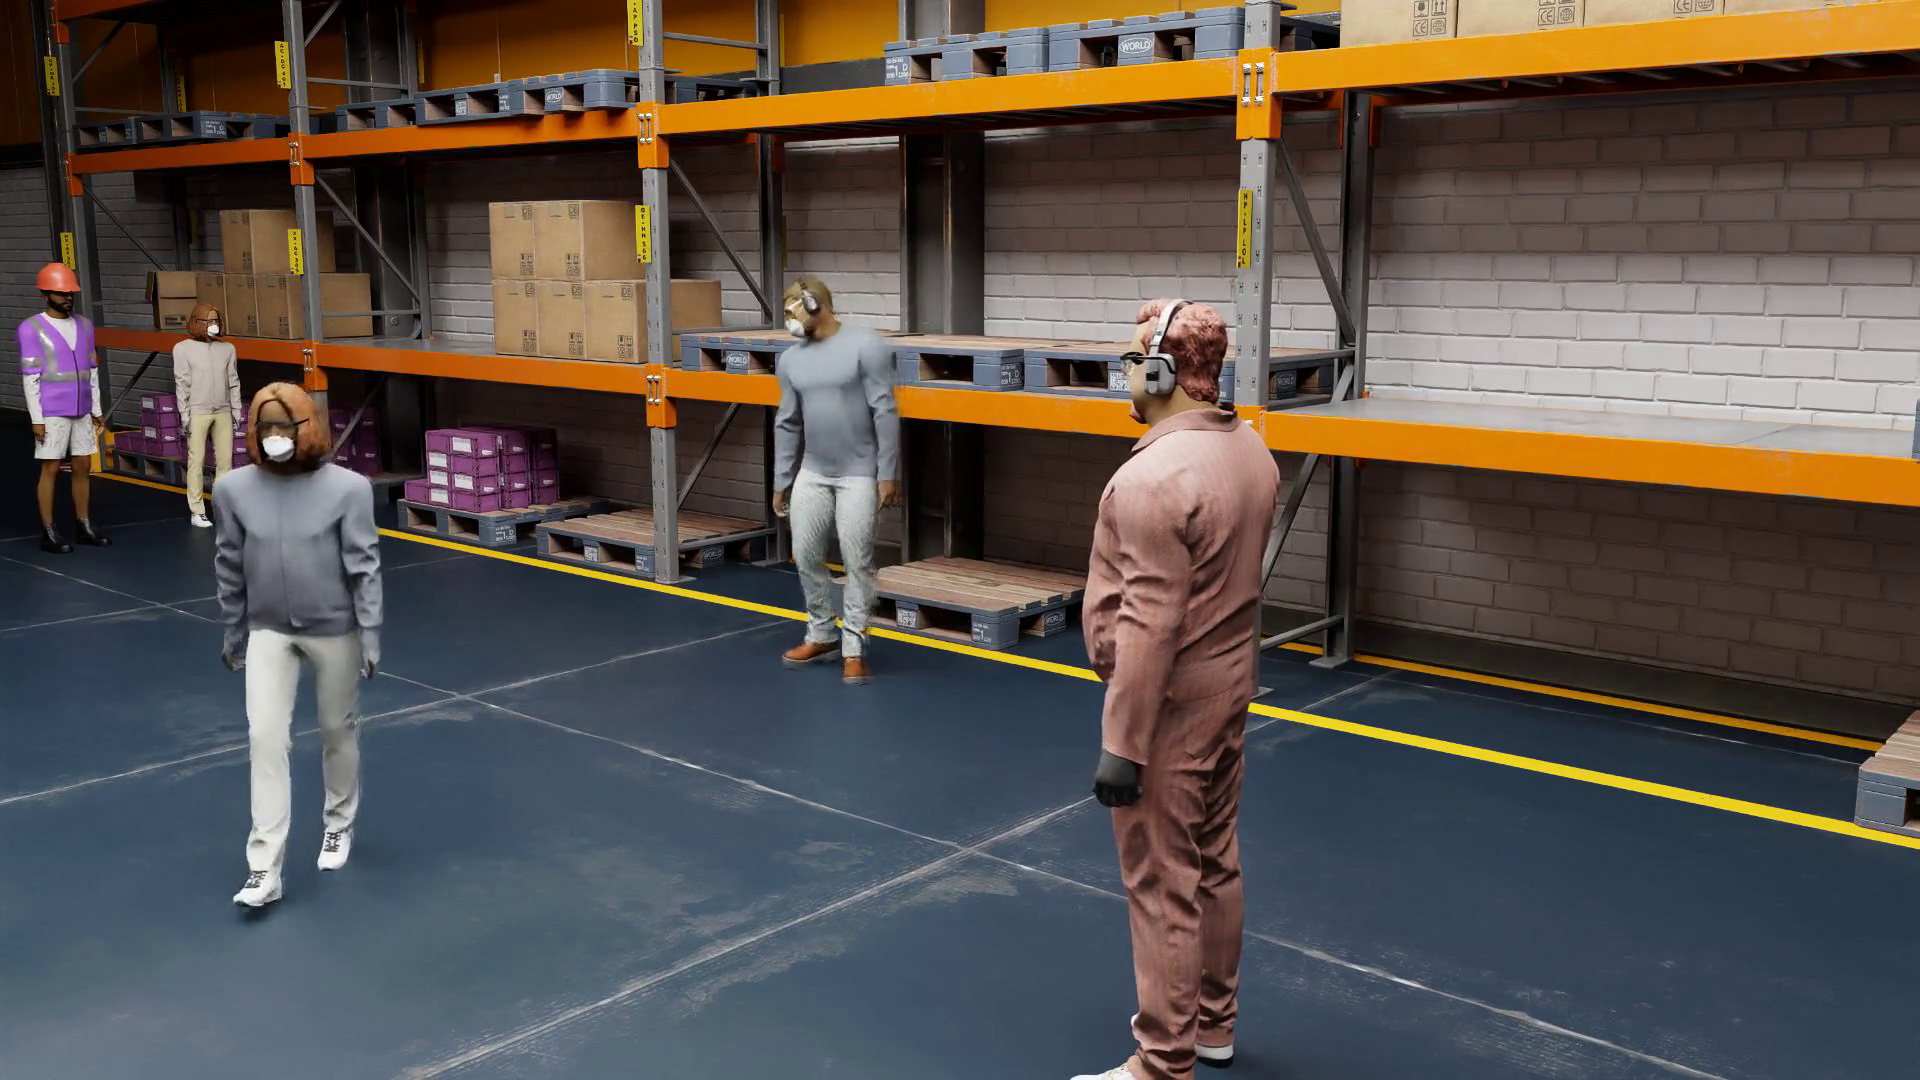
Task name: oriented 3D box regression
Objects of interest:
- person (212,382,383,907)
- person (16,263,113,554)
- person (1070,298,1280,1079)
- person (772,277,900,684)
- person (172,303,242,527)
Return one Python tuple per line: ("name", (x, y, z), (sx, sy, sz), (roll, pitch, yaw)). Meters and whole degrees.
("person", (-2.067, 0.322, 5.163), (0.527, 1.597, 0.776), (-1, 10, -7))
("person", (-5.949, -0.872, 11.088), (0.409, 1.930, 0.547), (4, 11, 23))
("person", (0.488, 0.394, 3.921), (0.409, 1.907, 0.651), (6, 12, 30))
("person", (-0.566, -0.281, 7.836), (0.690, 1.893, 0.405), (5, 11, 28))
("person", (-5.478, -0.910, 12.147), (0.277, 1.629, 0.498), (7, 12, 34))
